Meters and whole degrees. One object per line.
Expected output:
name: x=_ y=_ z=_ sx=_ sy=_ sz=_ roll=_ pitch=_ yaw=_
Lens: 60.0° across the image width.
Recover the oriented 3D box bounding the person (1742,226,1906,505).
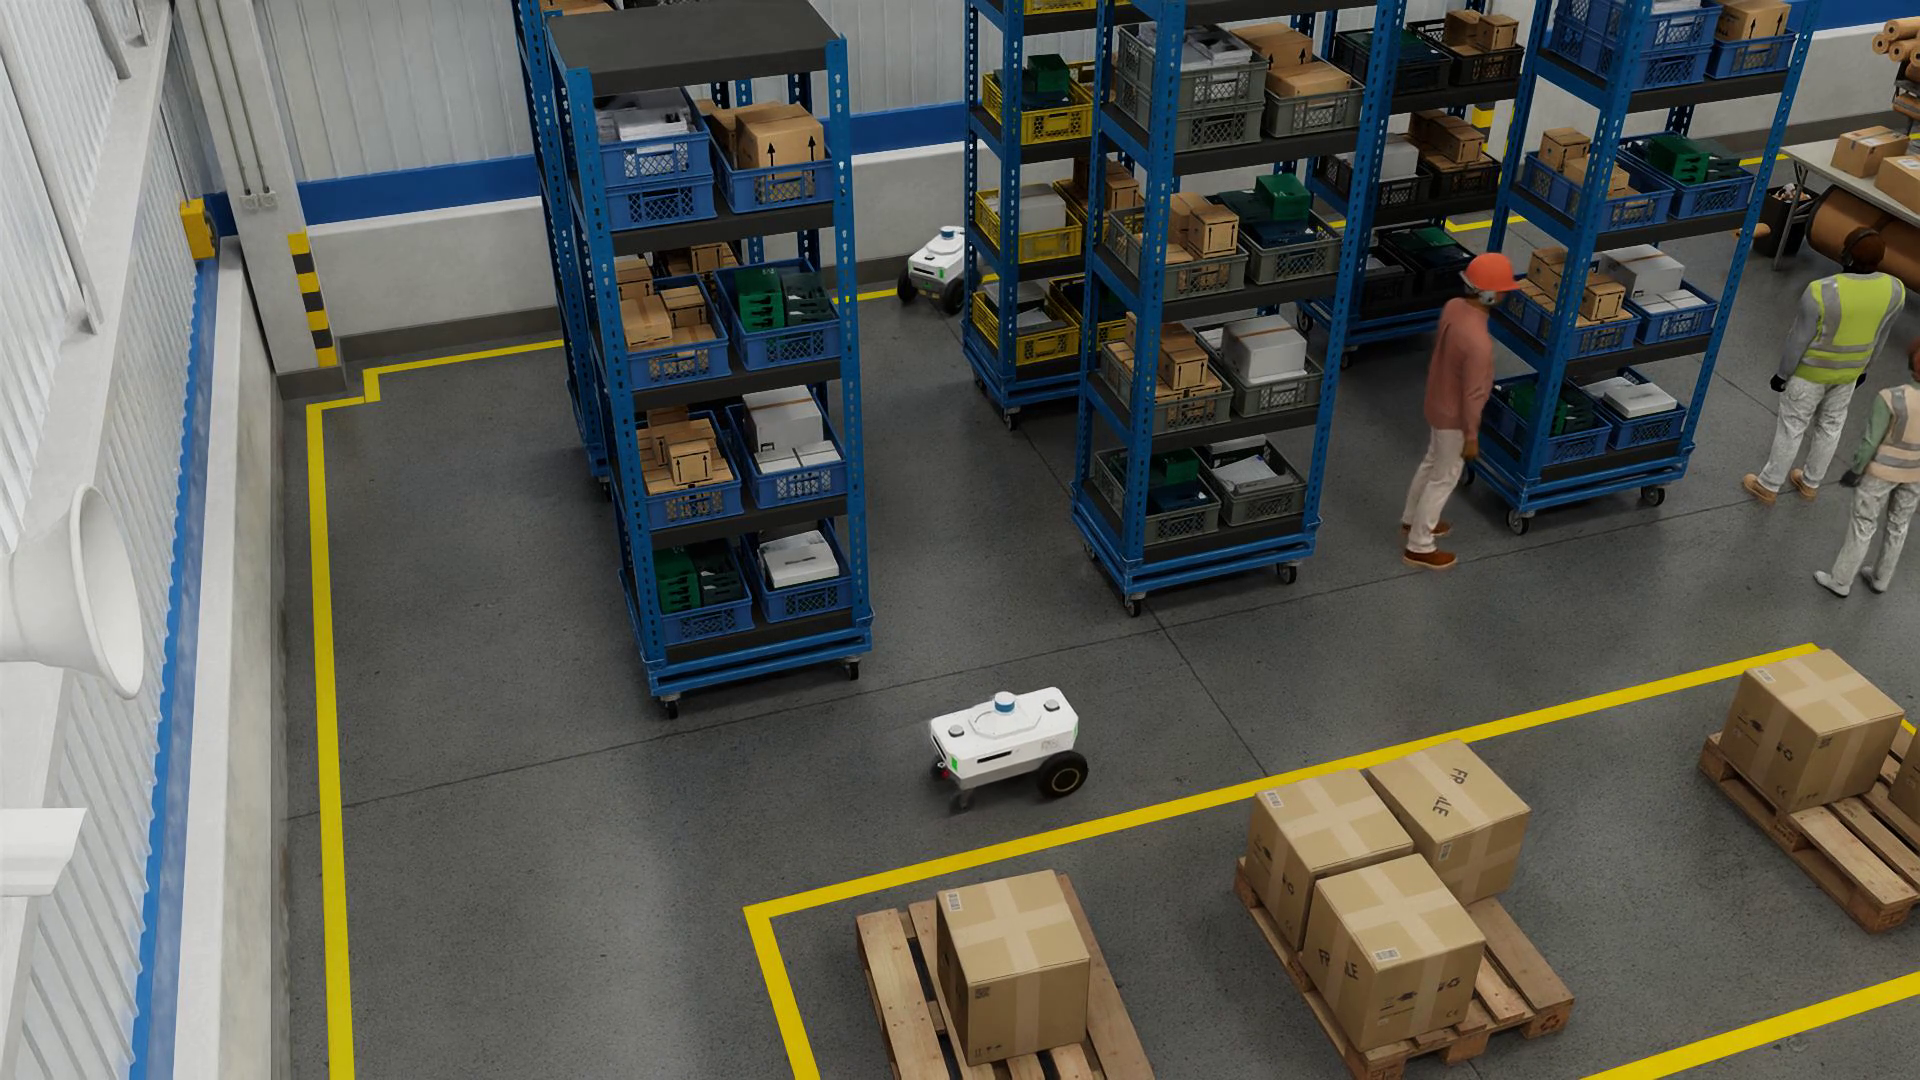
person: x=5.274 y=-1.052 z=10.168 sx=0.626 sy=1.846 sz=0.429 roll=-4 pitch=35 yaw=-6

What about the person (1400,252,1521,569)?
person: x=2.882 y=-0.741 z=9.608 sx=0.398 sy=1.983 sz=0.622 roll=1 pitch=35 yaw=1

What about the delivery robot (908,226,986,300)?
delivery robot: x=-0.093 y=-2.174 z=12.791 sx=0.477 sy=0.478 sz=0.707 roll=19 pitch=39 yaw=25

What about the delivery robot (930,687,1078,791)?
delivery robot: x=0.219 y=0.974 z=8.328 sx=0.707 sy=0.478 sz=0.477 roll=-13 pitch=37 yaw=-18

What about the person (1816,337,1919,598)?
person: x=5.272 y=-0.388 z=9.412 sx=0.530 sy=1.634 sz=0.315 roll=-4 pitch=35 yaw=-6
